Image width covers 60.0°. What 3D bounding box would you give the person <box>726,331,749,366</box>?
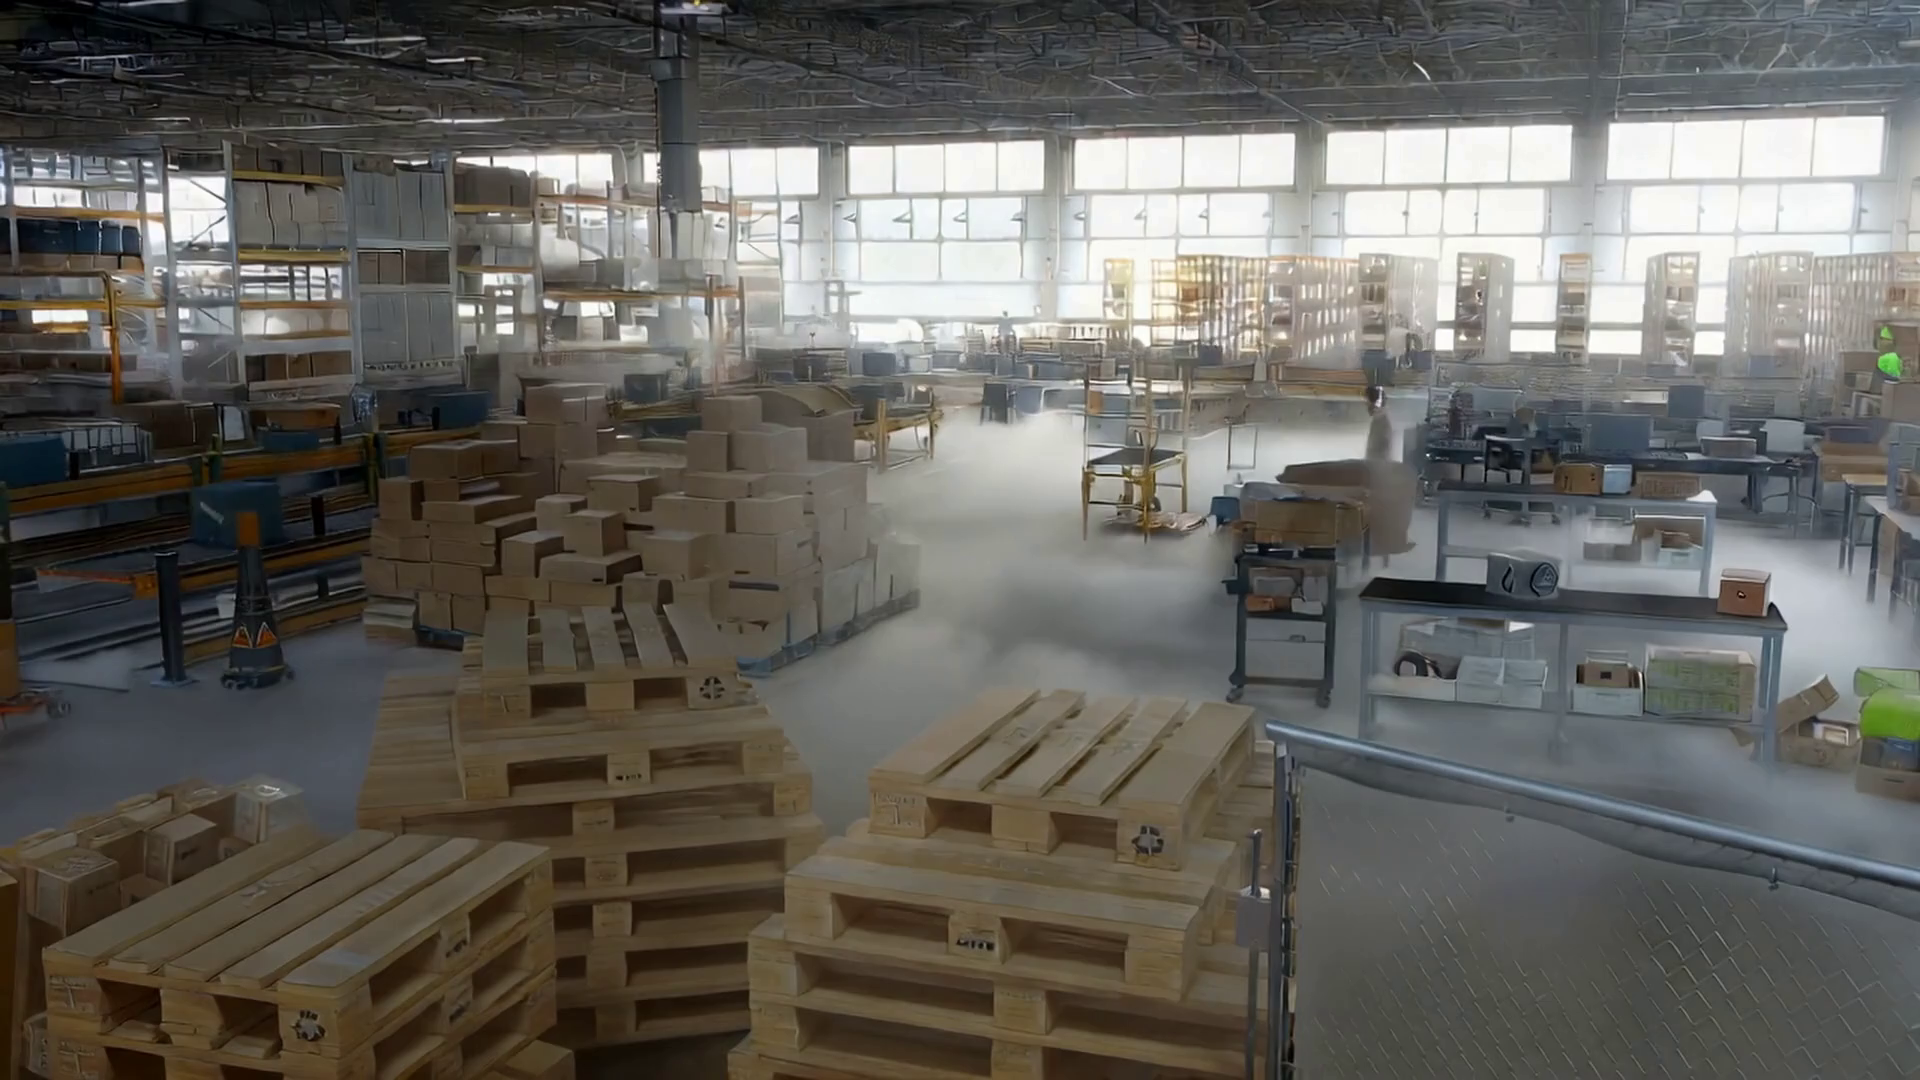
[{"bbox_3d":[-5.365,-4.197,40.178,0.587,1.683,0.384,-2,9,-12],"label":"person"}]

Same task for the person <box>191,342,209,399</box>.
[{"bbox_3d":[-16.222,-3.412,35.468,0.378,1.622,0.495,-7,11,-37],"label":"person"}]

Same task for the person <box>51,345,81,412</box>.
[{"bbox_3d":[-18.895,-3.490,35.087,0.434,1.889,0.683,3,10,21],"label":"person"}]

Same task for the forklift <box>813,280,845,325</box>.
[{"bbox_3d":[-5.039,-8.963,66.366,1.873,2.768,1.129,8,12,42],"label":"forklift"}]

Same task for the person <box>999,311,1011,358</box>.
[{"bbox_3d":[1.648,-7.533,60.981,0.480,1.732,0.345,-3,10,-20],"label":"person"}]

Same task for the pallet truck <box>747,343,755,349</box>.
[{"bbox_3d":[-6.183,-4.618,44.264,1.601,1.201,0.680,-9,12,-43],"label":"pallet truck"}]

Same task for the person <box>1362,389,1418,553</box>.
[{"bbox_3d":[4.539,-0.735,18.057,0.998,1.819,0.527,1,9,7],"label":"person"}]

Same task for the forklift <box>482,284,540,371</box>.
[{"bbox_3d":[-10.832,-4.702,39.610,1.129,2.768,1.873,3,10,20],"label":"forklift"}]

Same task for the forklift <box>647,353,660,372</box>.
[{"bbox_3d":[-7.977,-5.992,47.711,1.873,2.768,1.129,3,10,20],"label":"forklift"}]

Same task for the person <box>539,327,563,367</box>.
[{"bbox_3d":[-9.588,-4.070,38.956,0.619,1.819,0.412,3,9,16],"label":"person"}]

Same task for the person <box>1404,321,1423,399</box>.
[{"bbox_3d":[11.161,-4.418,40.897,0.409,1.903,0.639,8,12,40],"label":"person"}]

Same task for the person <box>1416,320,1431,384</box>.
[{"bbox_3d":[12.764,-5.212,46.197,0.573,1.805,0.951,5,10,28],"label":"person"}]

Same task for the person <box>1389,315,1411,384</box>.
[{"bbox_3d":[11.594,-4.913,43.757,0.617,1.985,0.421,7,11,38],"label":"person"}]

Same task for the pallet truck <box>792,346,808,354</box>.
[{"bbox_3d":[-3.705,-4.298,42.022,0.653,1.274,1.630,3,10,20],"label":"pallet truck"}]

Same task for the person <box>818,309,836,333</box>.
[{"bbox_3d":[-4.472,-6.828,56.071,0.601,1.907,1.014,-1,9,-8],"label":"person"}]
